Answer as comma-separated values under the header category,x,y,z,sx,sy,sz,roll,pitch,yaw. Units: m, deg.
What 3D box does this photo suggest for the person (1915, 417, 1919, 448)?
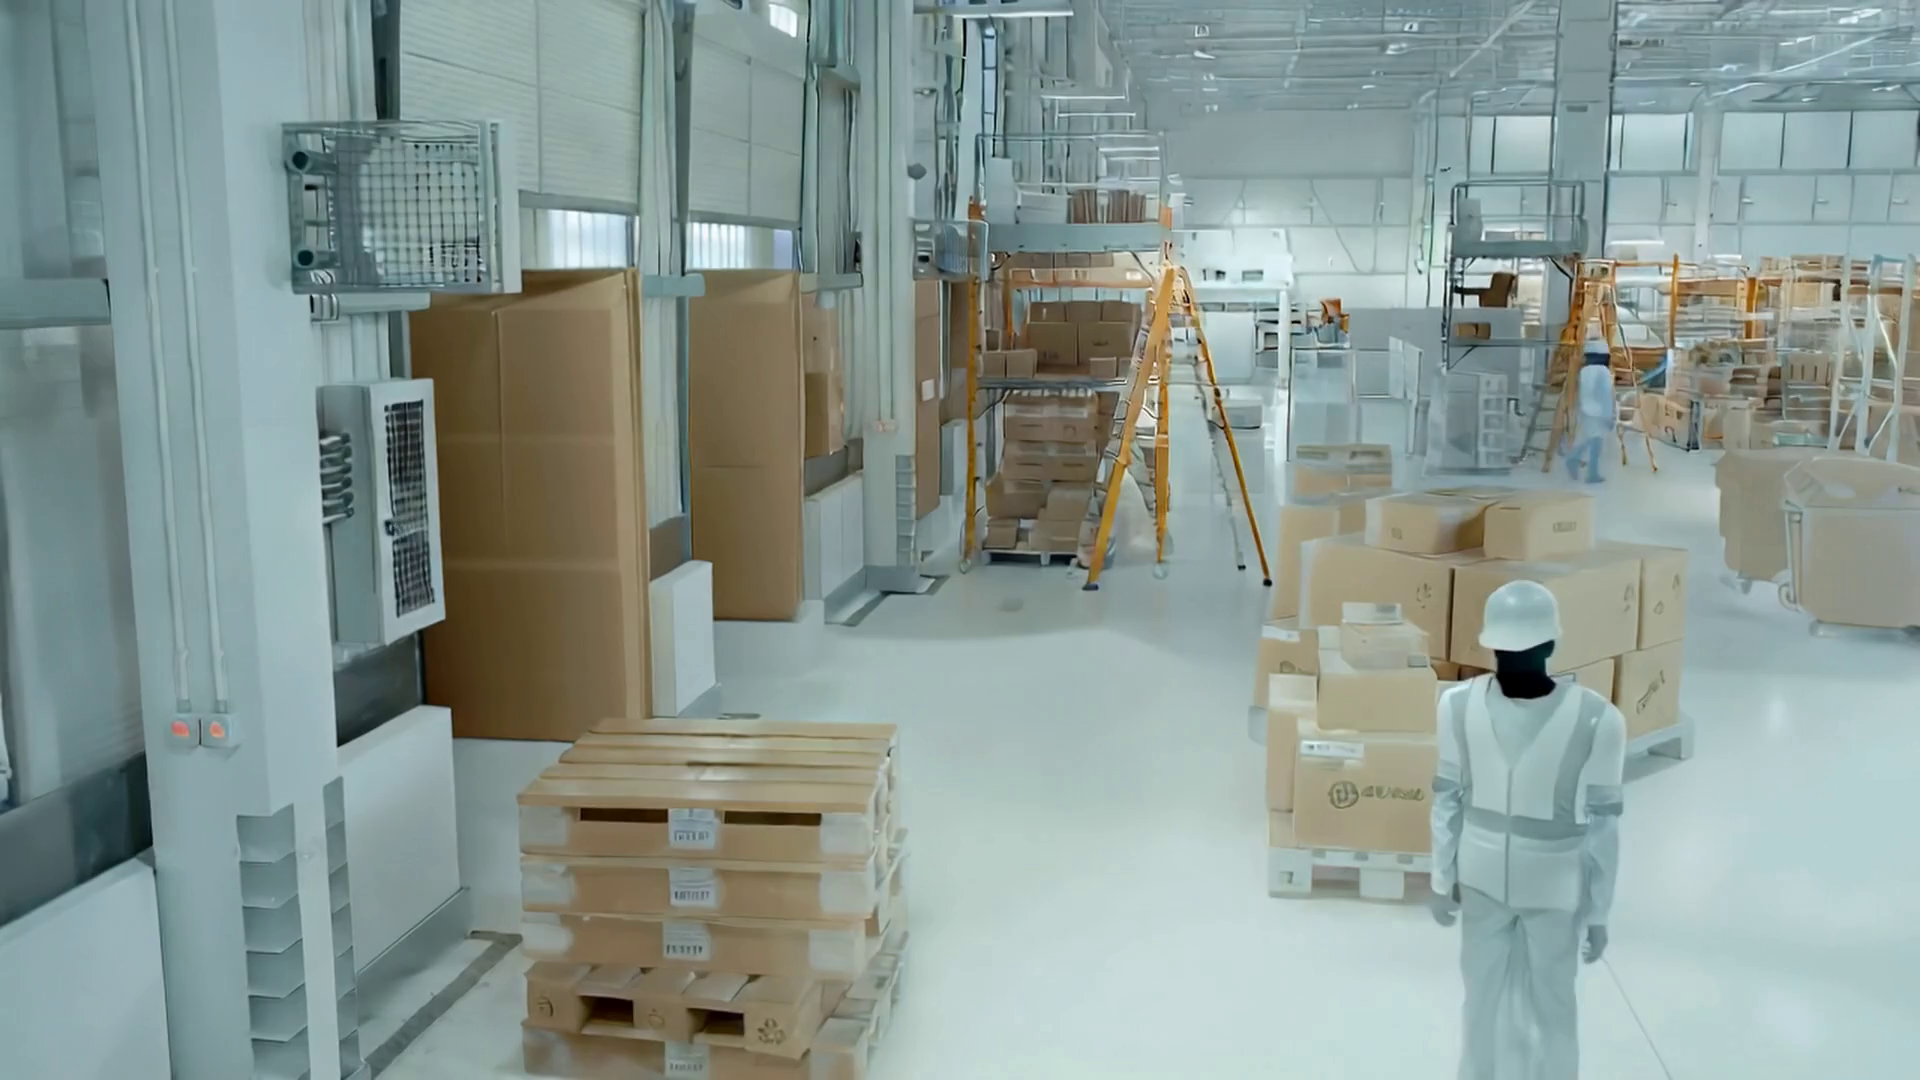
category,x,y,z,sx,sy,sz,roll,pitch,yaw
person,15.594,-2.330,26.672,0.333,1.738,0.487,7,11,36

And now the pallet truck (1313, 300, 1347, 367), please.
category,x,y,z,sx,sy,sz,roll,pitch,yaw
pallet truck,11.159,-6.200,49.718,0.823,1.965,1.885,4,10,26

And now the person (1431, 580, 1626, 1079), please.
category,x,y,z,sx,sy,sz,roll,pitch,yaw
person,1.730,1.064,5.170,0.586,1.918,0.398,7,11,36

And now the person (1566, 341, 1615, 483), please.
category,x,y,z,sx,sy,sz,roll,pitch,yaw
person,8.480,-1.701,22.223,0.503,1.915,0.543,-3,10,-19

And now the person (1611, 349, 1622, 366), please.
category,x,y,z,sx,sy,sz,roll,pitch,yaw
person,16.252,-4.713,41.517,0.550,1.682,0.499,7,12,37

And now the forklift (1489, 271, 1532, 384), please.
category,x,y,z,sx,sy,sz,roll,pitch,yaw
forklift,13.422,-5.322,41.591,1.873,2.768,1.129,1,9,9
